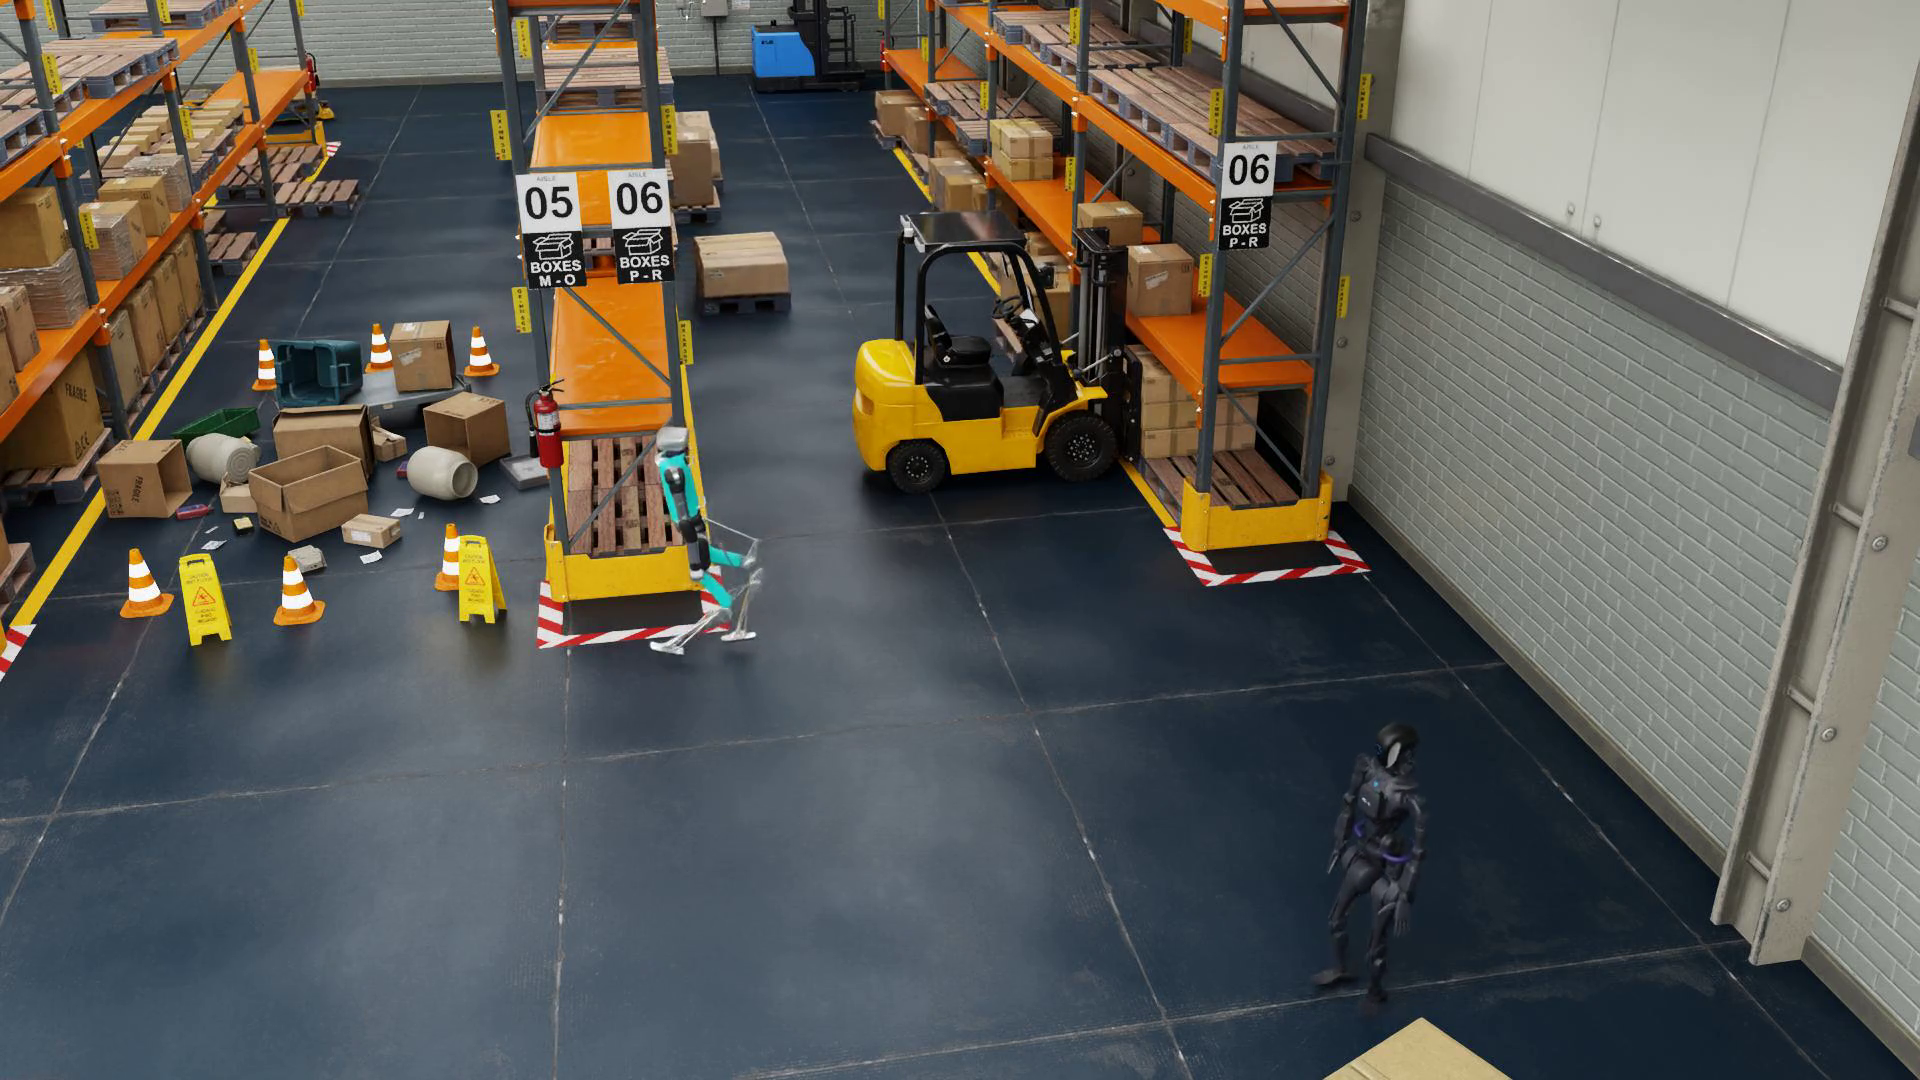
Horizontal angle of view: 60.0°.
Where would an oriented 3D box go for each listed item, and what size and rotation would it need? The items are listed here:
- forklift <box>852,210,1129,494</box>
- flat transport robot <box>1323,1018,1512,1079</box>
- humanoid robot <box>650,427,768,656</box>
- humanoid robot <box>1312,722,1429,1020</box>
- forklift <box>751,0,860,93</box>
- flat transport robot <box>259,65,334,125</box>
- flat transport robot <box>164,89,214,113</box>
[{"bbox_3d":[0.216,-1.659,14.366,2.313,2.155,1.214,-5,26,-10],"label":"forklift"},{"bbox_3d":[1.706,3.192,6.482,1.431,0.231,0.659,-5,26,-10],"label":"flat transport robot"},{"bbox_3d":[-1.677,0.037,11.356,0.978,1.729,0.538,-5,26,-10],"label":"humanoid robot"},{"bbox_3d":[2.037,1.611,8.151,0.336,1.653,0.596,-13,29,-25],"label":"humanoid robot"},{"bbox_3d":[-2.872,-9.679,30.288,1.873,2.768,1.129,-5,26,-10],"label":"forklift"},{"bbox_3d":[-11.411,-7.232,28.191,1.431,0.231,0.659,-12,28,-24],"label":"flat transport robot"},{"bbox_3d":[-13.489,-7.678,29.119,0.659,0.231,1.431,-7,26,-14],"label":"flat transport robot"}]
